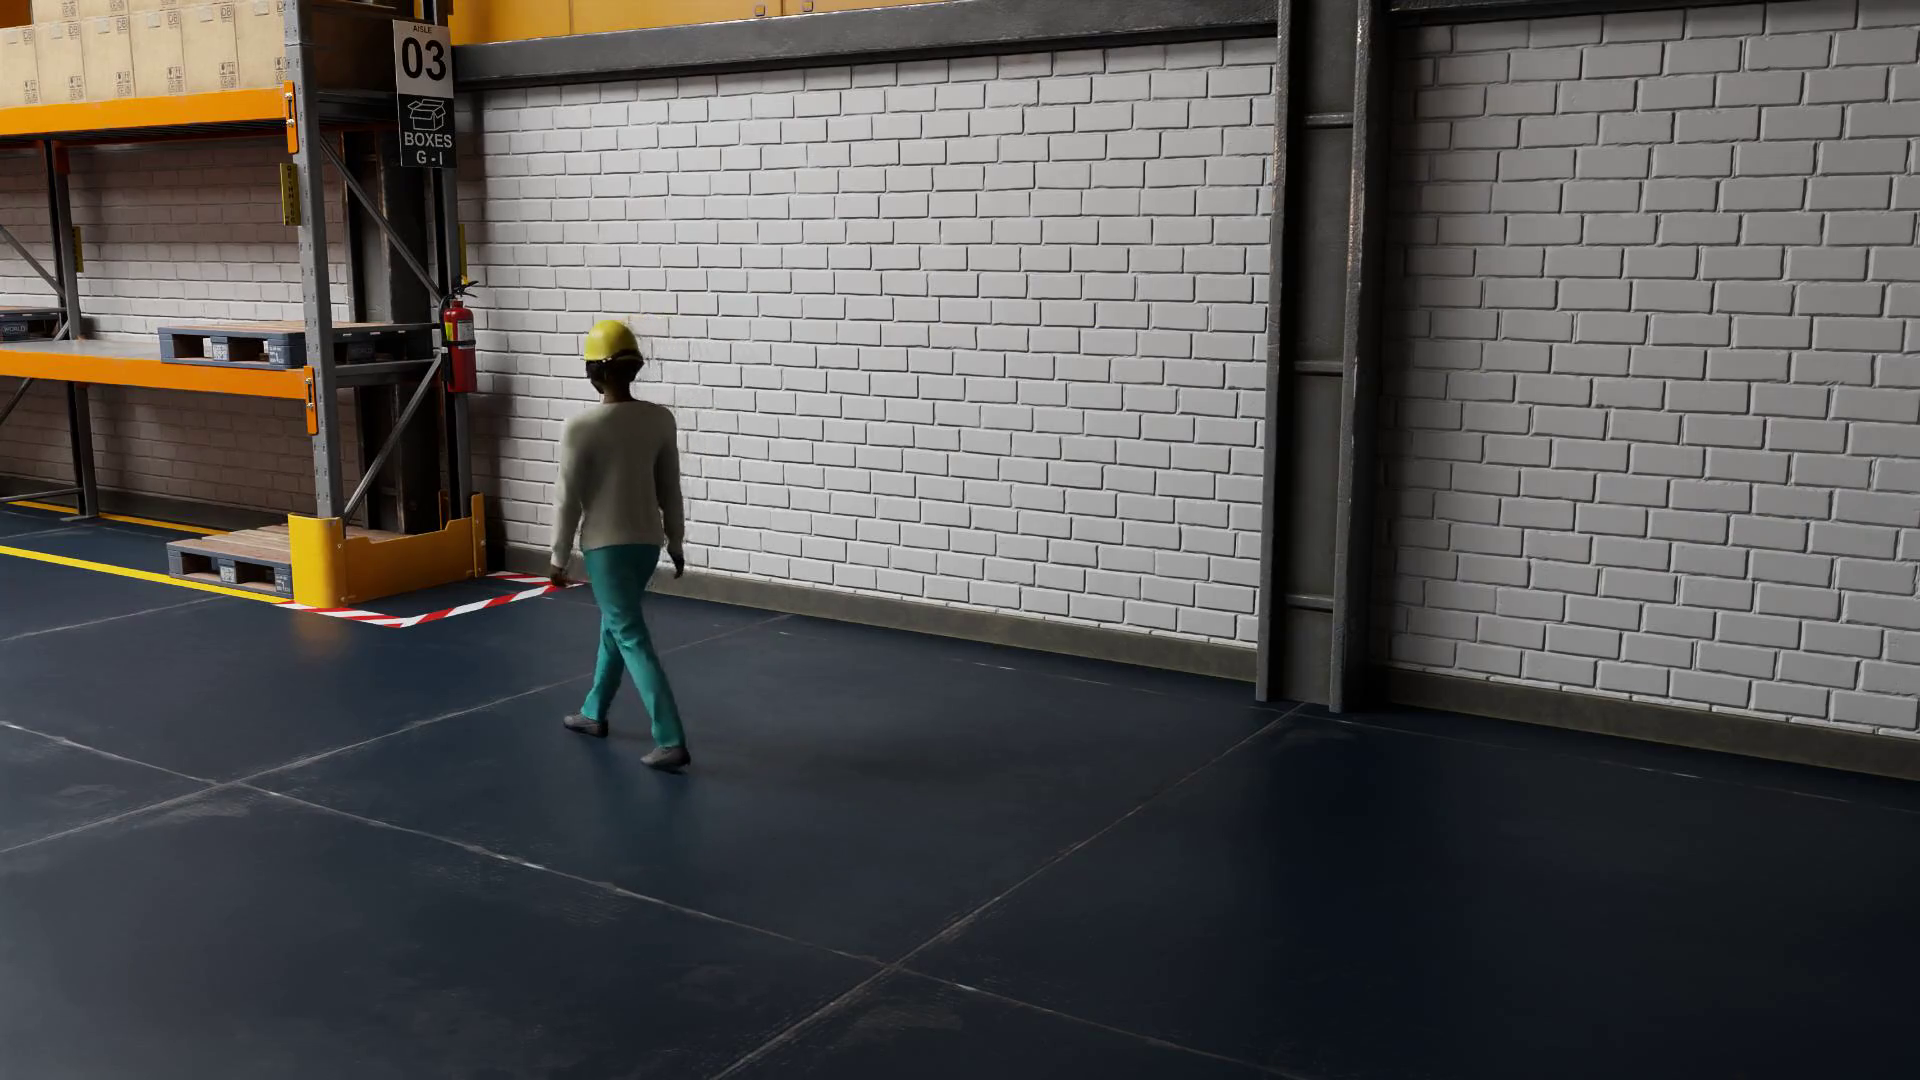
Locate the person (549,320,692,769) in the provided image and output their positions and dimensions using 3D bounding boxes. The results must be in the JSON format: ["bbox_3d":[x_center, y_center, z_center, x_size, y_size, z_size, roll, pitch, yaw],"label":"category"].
[{"bbox_3d":[-1.324,0.010,6.469,0.893,1.720,0.535,9,13,39],"label":"person"}]
